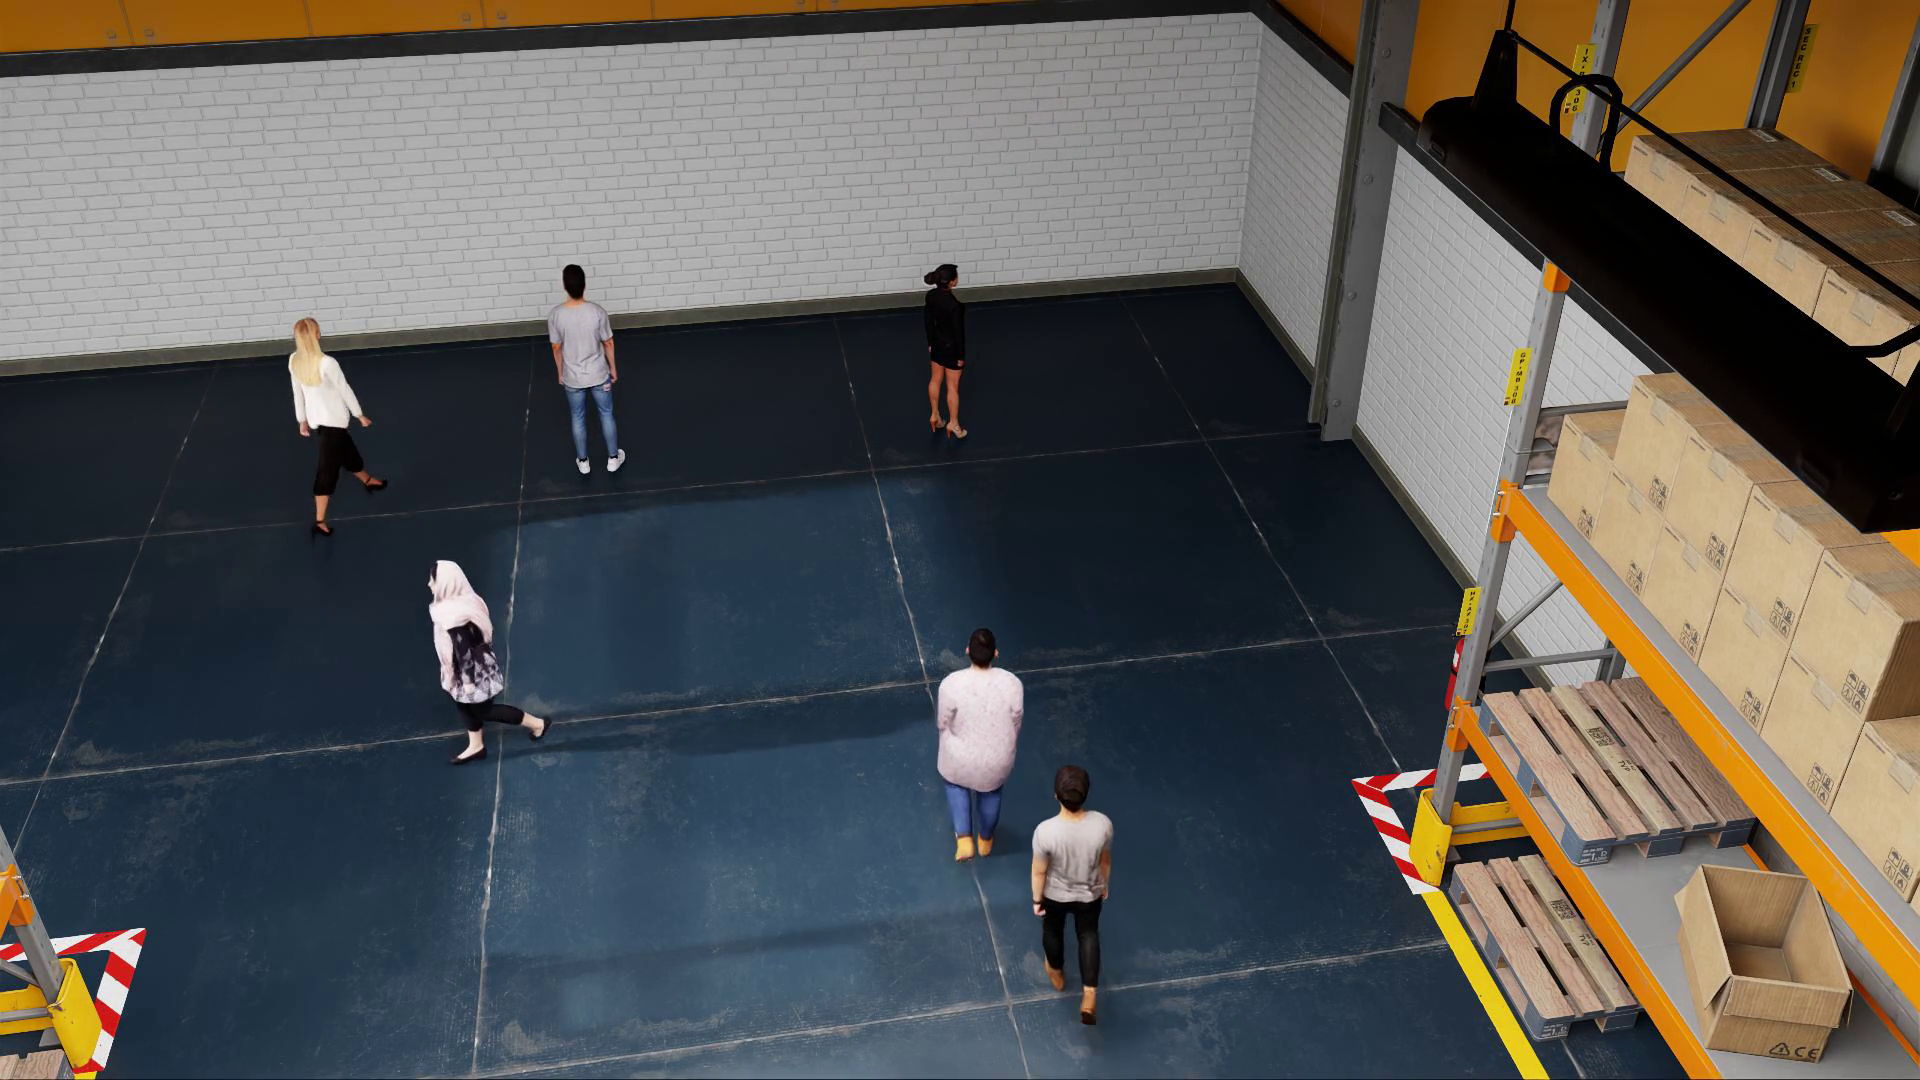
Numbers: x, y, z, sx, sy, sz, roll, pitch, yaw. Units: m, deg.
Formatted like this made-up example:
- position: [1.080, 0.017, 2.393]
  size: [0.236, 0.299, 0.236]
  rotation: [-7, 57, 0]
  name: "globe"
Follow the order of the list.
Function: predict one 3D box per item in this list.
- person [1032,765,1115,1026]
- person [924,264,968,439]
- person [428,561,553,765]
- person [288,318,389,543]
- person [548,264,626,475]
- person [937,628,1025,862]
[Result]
- position: [0.621, 1.952, 9.076]
  size: [0.649, 1.706, 0.937]
  rotation: [-4, 34, -5]
  name: "person"
- position: [-0.113, -1.658, 14.567]
  size: [0.763, 1.640, 0.694]
  rotation: [-28, 43, -35]
  name: "person"
- position: [-3.116, 0.806, 10.883]
  size: [0.794, 1.616, 0.920]
  rotation: [-9, 35, -14]
  name: "person"
- position: [-5.041, -0.834, 13.183]
  size: [1.042, 1.800, 1.270]
  rotation: [12, 35, 17]
  name: "person"
- position: [-3.155, -1.436, 14.004]
  size: [0.670, 1.894, 0.550]
  rotation: [-5, 34, -7]
  name: "person"
- position: [0.107, 1.291, 10.045]
  size: [0.735, 1.735, 0.816]
  rotation: [-1, 34, -2]
  name: "person"
